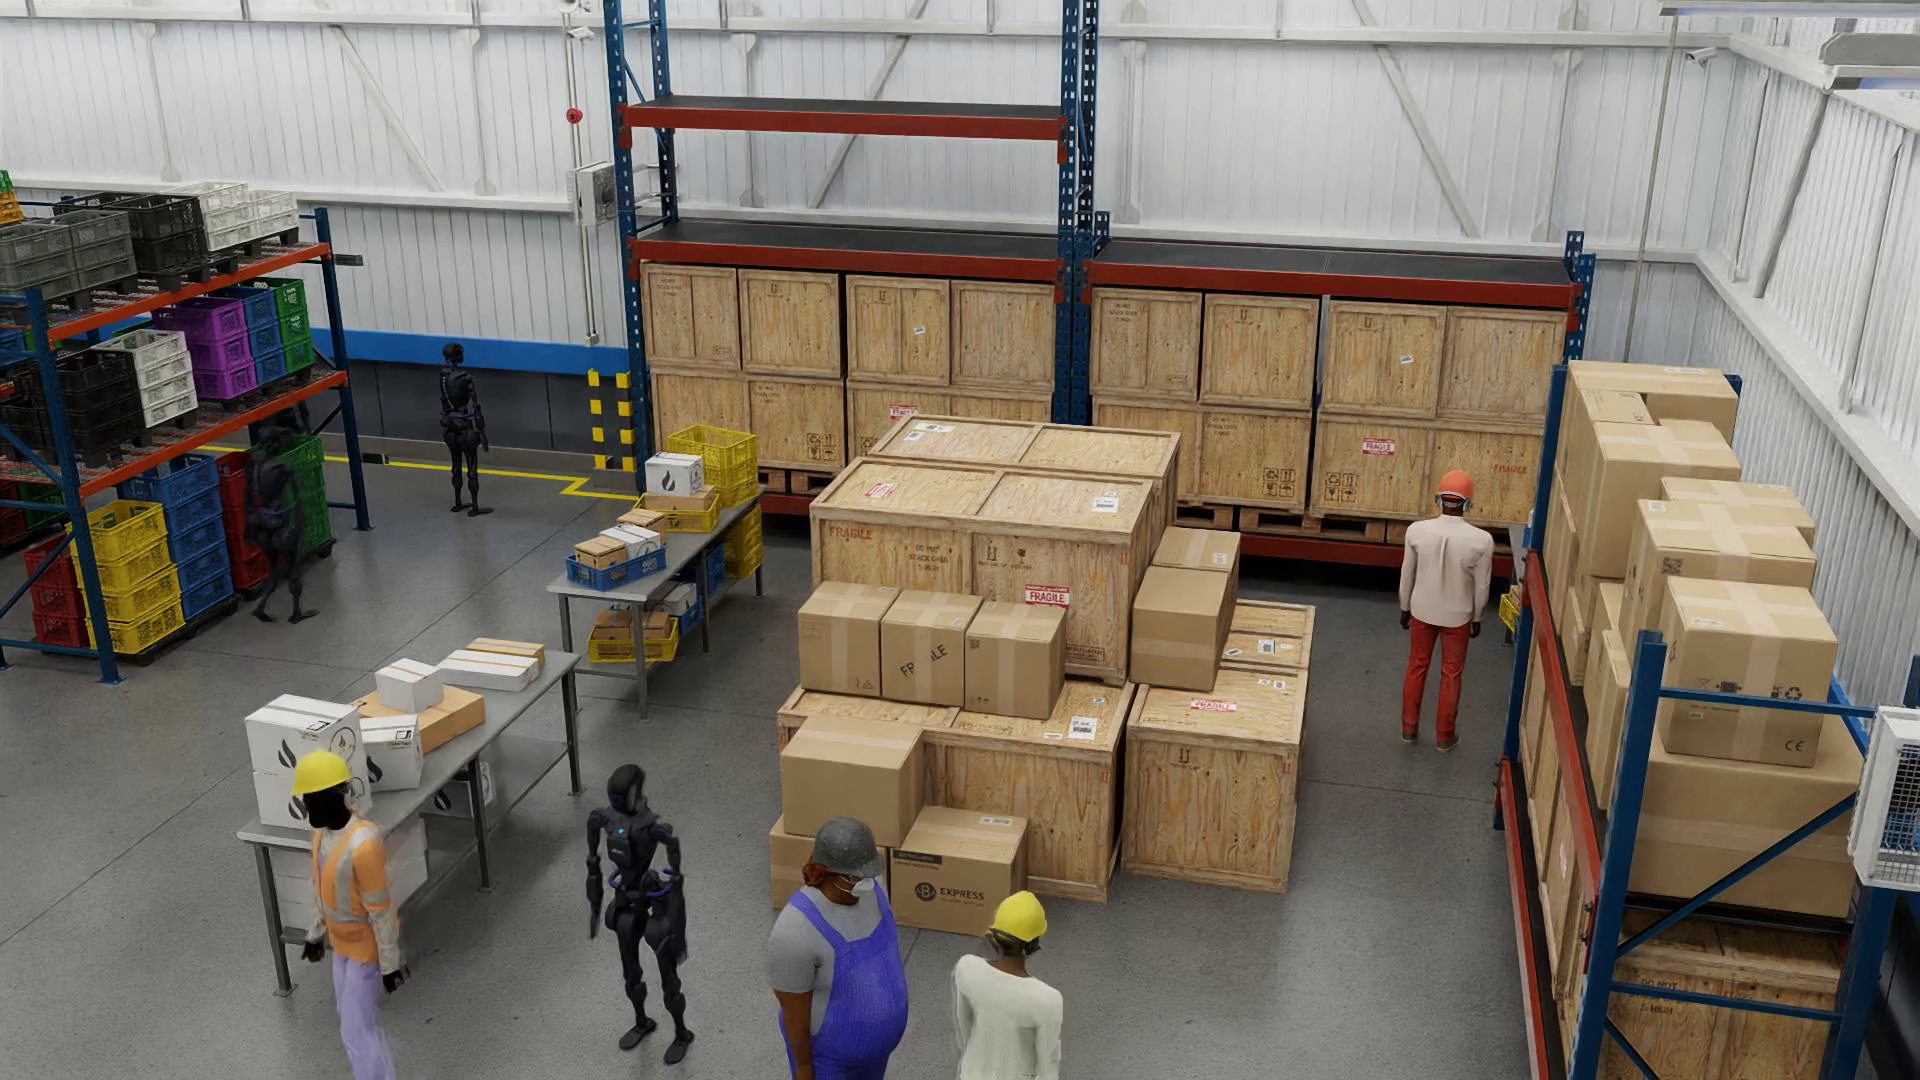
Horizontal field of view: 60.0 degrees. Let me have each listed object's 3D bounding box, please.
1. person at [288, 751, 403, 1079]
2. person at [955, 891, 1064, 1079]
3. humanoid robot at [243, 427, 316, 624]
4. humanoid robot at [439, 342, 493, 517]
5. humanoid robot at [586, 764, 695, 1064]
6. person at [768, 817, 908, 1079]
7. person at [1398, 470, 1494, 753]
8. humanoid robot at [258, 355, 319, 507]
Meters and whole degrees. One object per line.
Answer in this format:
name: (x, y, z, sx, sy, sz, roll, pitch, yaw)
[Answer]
person: (-2.856, 1.908, 7.787, 0.477, 1.886, 0.694, -17, 26, -37)
person: (0.226, 2.257, 7.083, 0.531, 1.742, 0.681, 10, 23, 24)
humanoid robot: (-5.524, -0.089, 13.301, 0.615, 1.639, 0.551, 10, 23, 24)
humanoid robot: (-4.732, -1.067, 15.840, 0.589, 1.660, 0.327, 15, 25, 33)
humanoid robot: (-1.586, 1.842, 8.252, 0.575, 1.647, 0.365, 8, 22, 21)
person: (-0.471, 2.077, 7.133, 0.536, 2.000, 0.681, 15, 25, 34)
person: (3.308, 0.484, 11.400, 0.596, 1.977, 0.430, 12, 24, 29)
humanoid robot: (-6.368, -1.036, 15.783, 0.481, 1.650, 0.624, 10, 23, 25)
